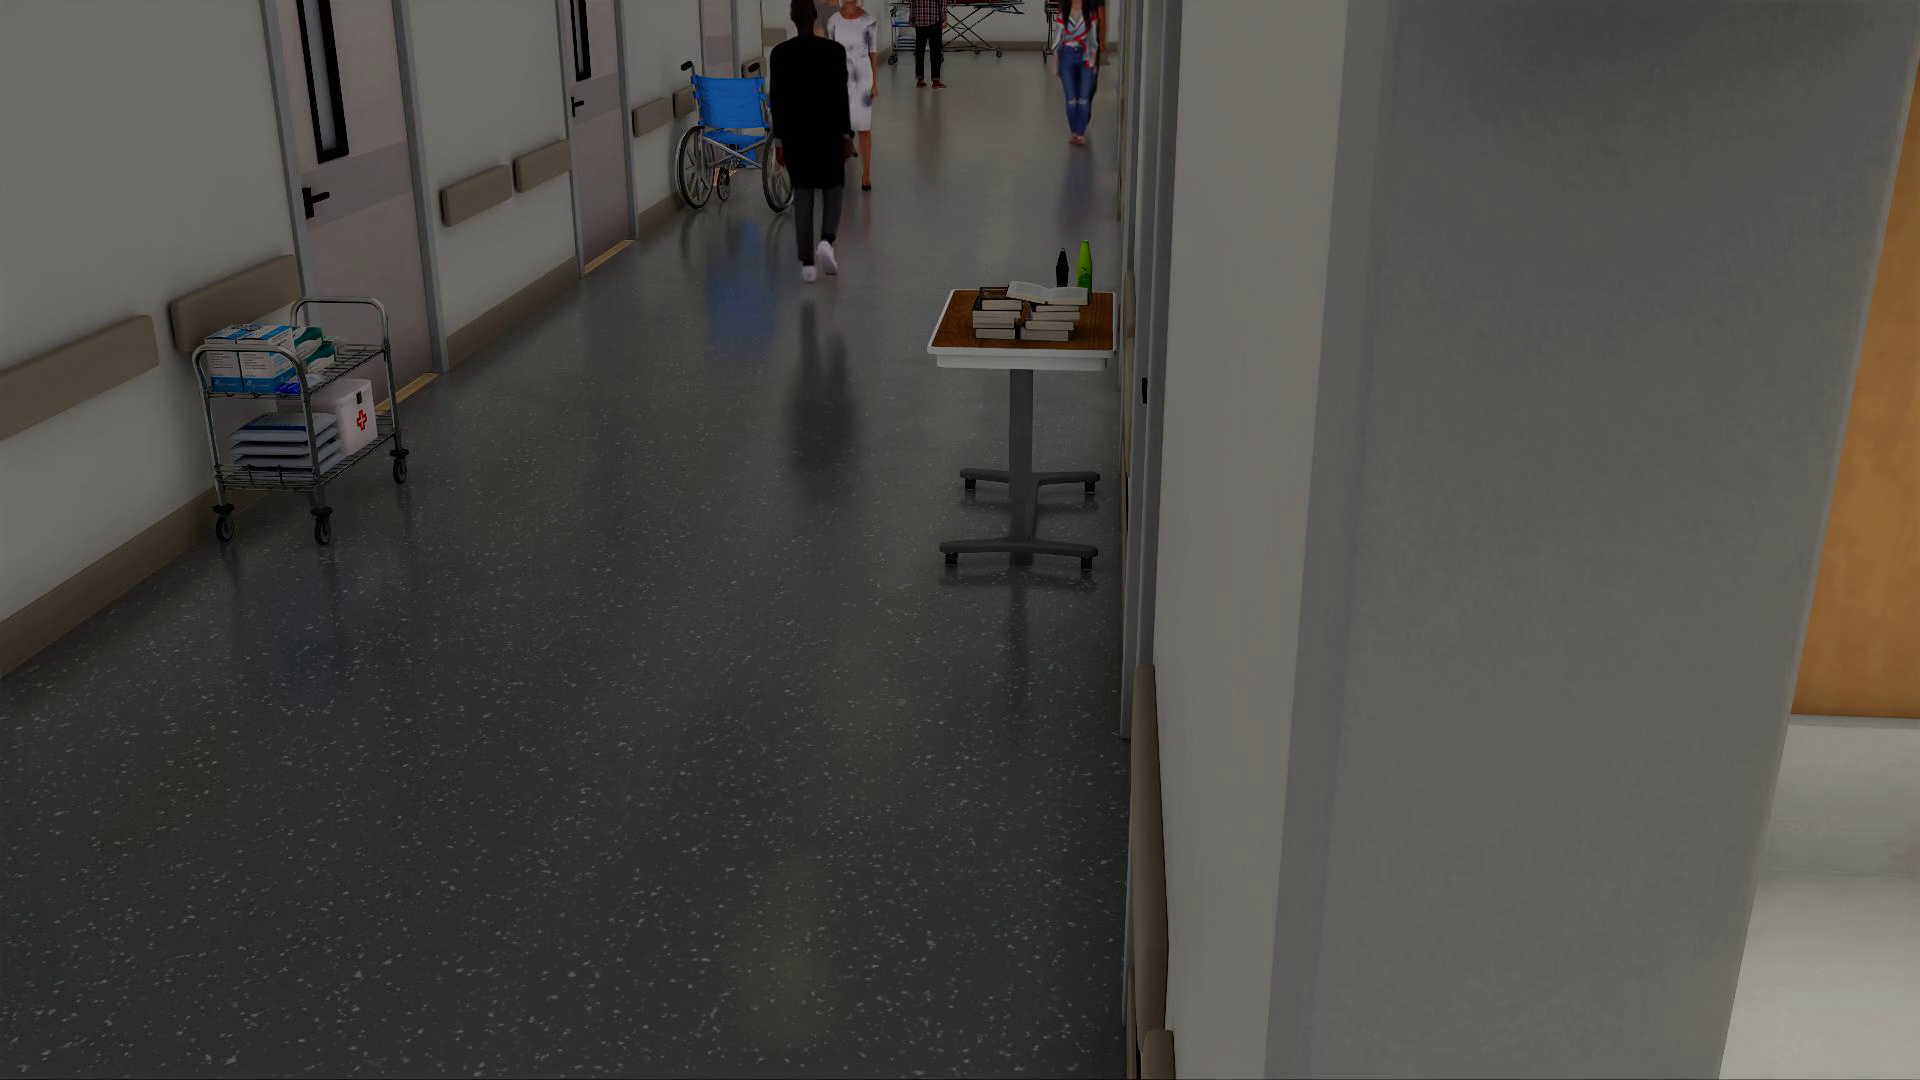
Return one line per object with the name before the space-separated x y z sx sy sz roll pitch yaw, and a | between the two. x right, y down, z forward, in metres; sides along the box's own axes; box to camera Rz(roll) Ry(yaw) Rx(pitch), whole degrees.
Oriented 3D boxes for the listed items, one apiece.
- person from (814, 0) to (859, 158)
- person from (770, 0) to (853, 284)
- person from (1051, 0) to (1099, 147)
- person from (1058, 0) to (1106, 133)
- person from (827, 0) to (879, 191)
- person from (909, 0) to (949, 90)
person | -1.215 -4.516 15.840 0.925 1.677 1.210 -7 22 -19
person | -0.919 -2.445 10.275 0.689 1.745 0.795 0 21 -1
person | 1.163 -4.739 16.555 0.635 1.588 0.843 3 21 8
person | 1.291 -5.229 17.561 0.655 1.792 0.909 2 21 5
person | -0.895 -3.805 13.860 0.581 1.750 0.525 0 21 0
person | -0.423 -6.899 22.012 0.767 1.761 0.700 9 22 22
